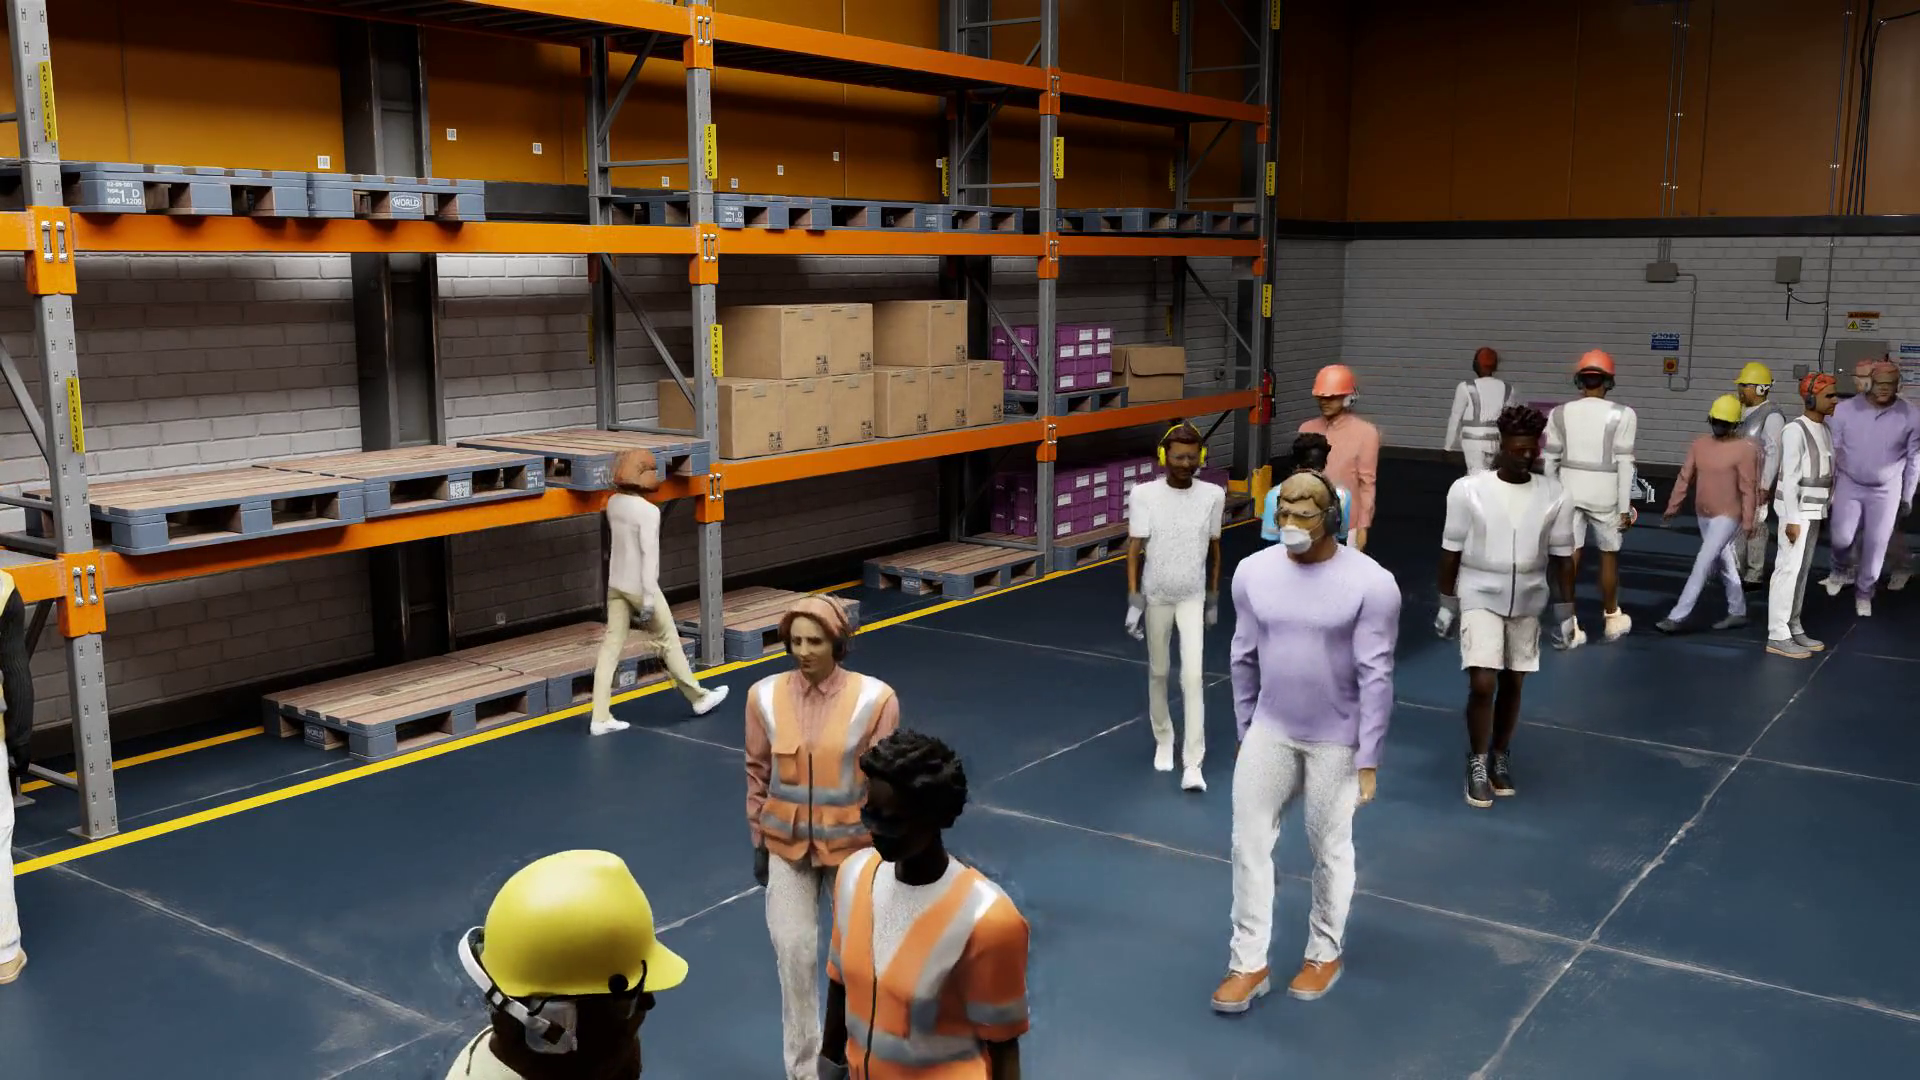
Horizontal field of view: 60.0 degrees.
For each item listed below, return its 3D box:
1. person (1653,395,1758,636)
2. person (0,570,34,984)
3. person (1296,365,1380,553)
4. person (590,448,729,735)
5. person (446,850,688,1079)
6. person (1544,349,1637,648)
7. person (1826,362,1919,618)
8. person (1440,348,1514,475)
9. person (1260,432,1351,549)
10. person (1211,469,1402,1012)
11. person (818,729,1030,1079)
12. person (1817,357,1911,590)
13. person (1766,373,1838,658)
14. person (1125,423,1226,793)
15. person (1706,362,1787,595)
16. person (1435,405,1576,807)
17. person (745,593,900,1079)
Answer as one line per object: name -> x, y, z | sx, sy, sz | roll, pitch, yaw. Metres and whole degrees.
person -> 5.251, -0.170, 11.620 | 0.905, 1.695, 0.556 | -4, 10, -21
person -> -3.669, 0.722, 5.976 | 0.619, 1.836, 0.431 | -6, 11, -30
person -> 2.361, -0.121, 10.561 | 0.621, 1.972, 0.547 | 8, 13, 41
person -> -1.744, 0.272, 9.357 | 0.510, 1.589, 0.868 | 9, 13, 42
person -> -0.682, 1.331, 2.430 | 0.672, 1.806, 0.610 | -2, 10, -11
person -> 4.358, -0.293, 11.431 | 0.639, 2.018, 0.808 | 8, 12, 39
person -> 6.775, -0.387, 12.400 | 0.660, 1.884, 0.575 | 5, 11, 26
person -> 4.814, -0.858, 15.401 | 0.581, 1.835, 1.005 | -3, 10, -17
person -> 1.957, 0.199, 9.555 | 0.538, 1.676, 0.723 | -1, 10, -9
person -> 1.167, 0.719, 5.753 | 0.633, 1.916, 0.743 | 6, 11, 31
person -> -0.050, 1.202, 3.639 | 0.854, 1.660, 0.539 | -9, 13, -42
person -> 7.348, -0.510, 13.298 | 0.699, 1.887, 0.665 | -2, 10, -9
person -> 5.636, -0.167, 11.101 | 0.573, 1.883, 0.357 | -9, 13, -44
person -> 1.073, 0.340, 8.272 | 0.494, 1.817, 0.949 | 1, 10, 4
person -> 6.224, -0.486, 13.152 | 0.403, 1.834, 0.587 | -1, 10, -6
person -> 2.644, 0.321, 8.006 | 0.633, 1.938, 0.663 | 0, 10, 3
person -> -0.409, 0.948, 5.233 | 0.526, 1.616, 0.632 | 2, 10, 12
